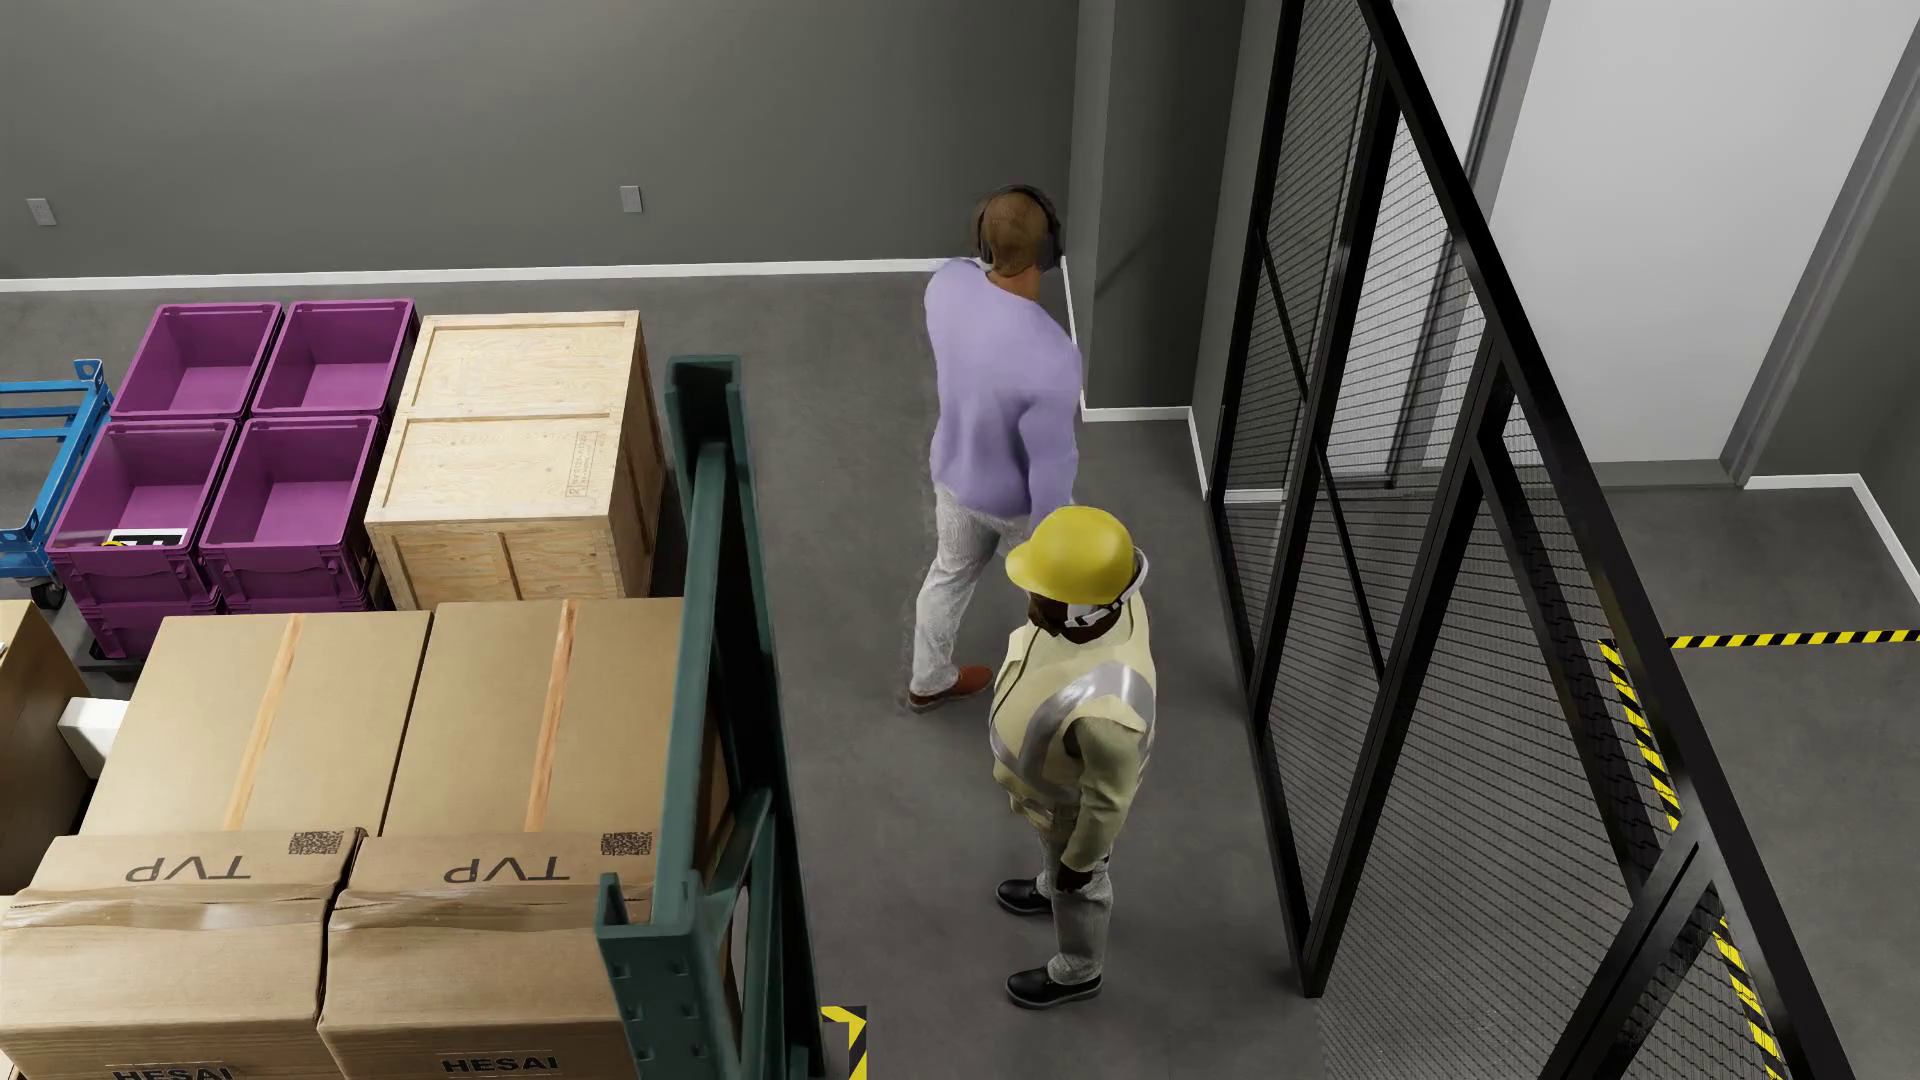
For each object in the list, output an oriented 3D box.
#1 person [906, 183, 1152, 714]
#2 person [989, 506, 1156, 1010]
[{"bbox_3d":[0.190,-0.228,5.017,0.905,1.883,0.657,-29,53,-25],"label":"person"},{"bbox_3d":[0.273,0.585,4.270,0.404,1.831,0.601,-2,46,-2],"label":"person"}]
